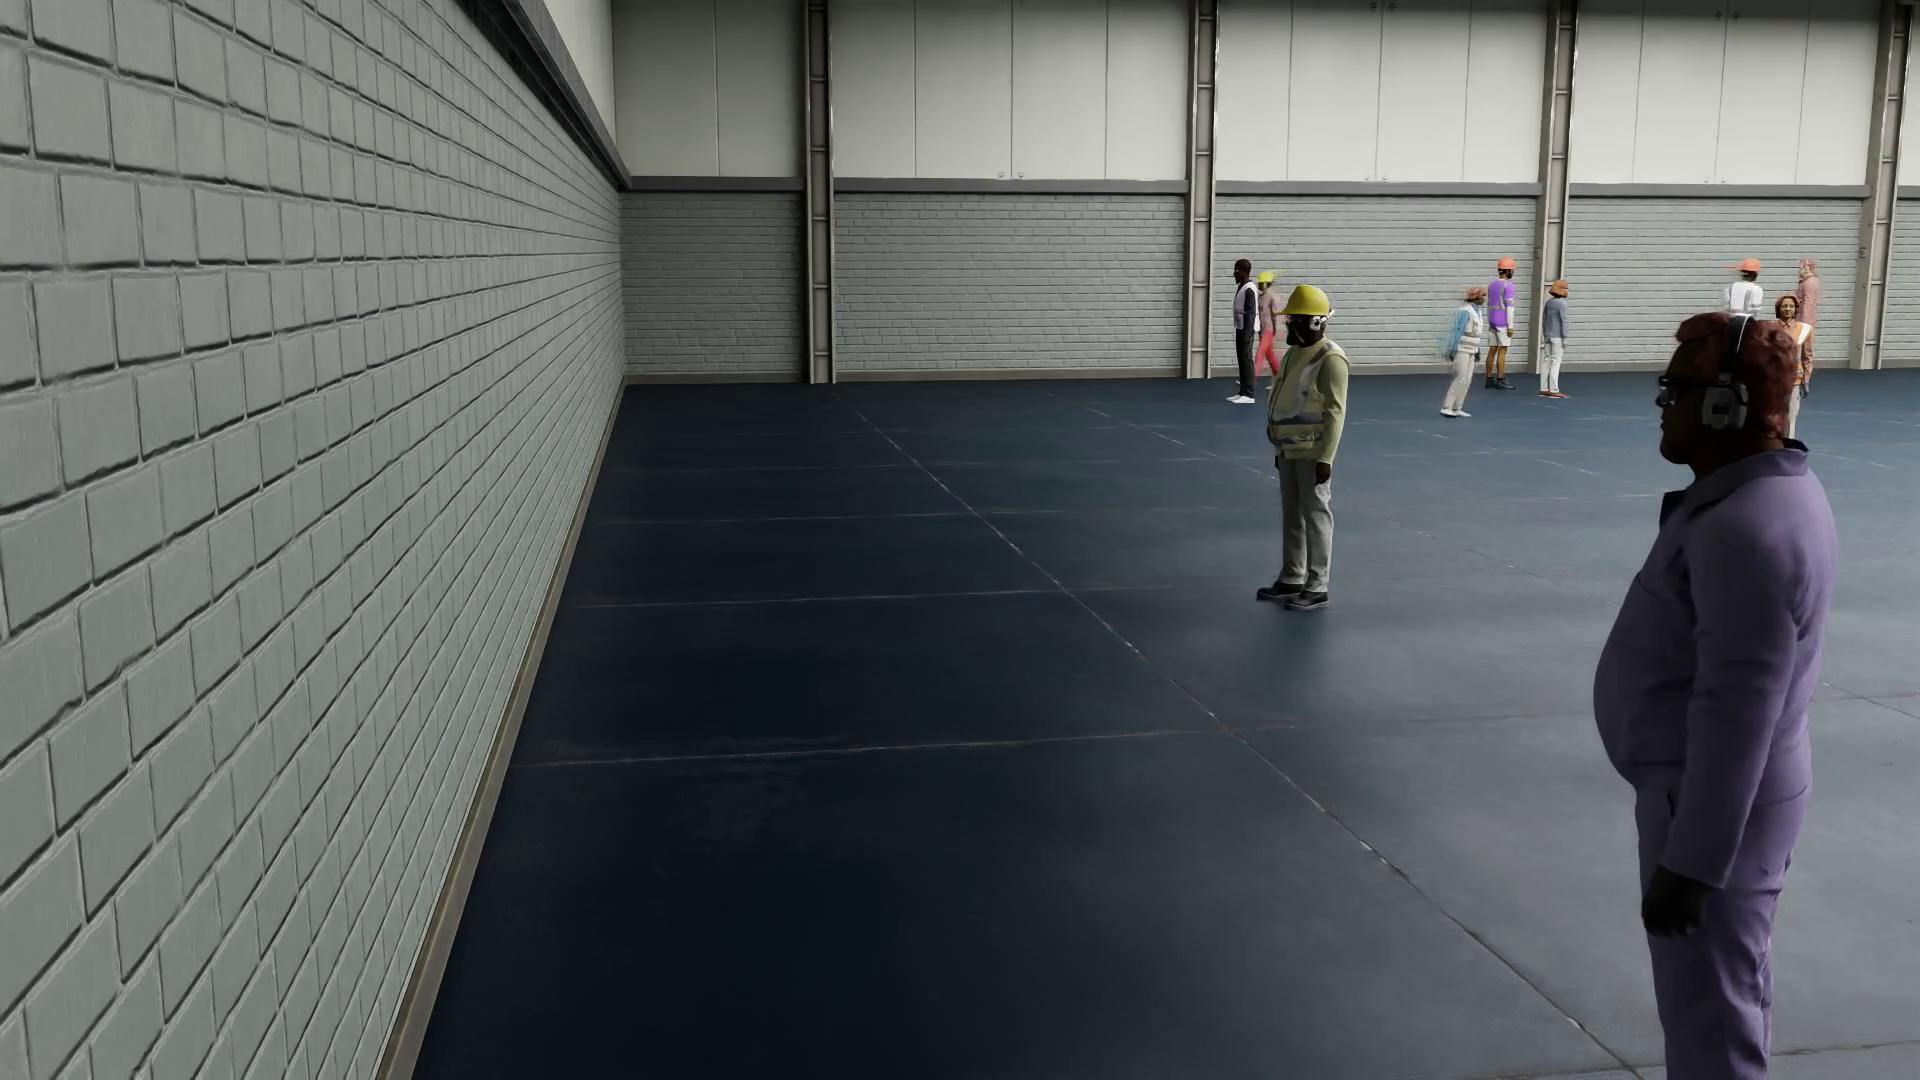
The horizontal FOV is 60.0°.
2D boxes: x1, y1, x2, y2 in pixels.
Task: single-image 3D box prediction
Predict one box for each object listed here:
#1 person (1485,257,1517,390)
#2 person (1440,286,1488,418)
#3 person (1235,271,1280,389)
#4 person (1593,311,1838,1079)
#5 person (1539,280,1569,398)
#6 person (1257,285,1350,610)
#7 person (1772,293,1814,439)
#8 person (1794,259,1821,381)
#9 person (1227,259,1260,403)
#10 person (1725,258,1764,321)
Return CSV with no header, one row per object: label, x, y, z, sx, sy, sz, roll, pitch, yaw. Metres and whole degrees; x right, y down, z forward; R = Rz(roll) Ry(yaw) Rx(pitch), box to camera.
person,7.960,-3.176,24.425,0.375,1.939,0.546,-3,10,-16
person,6.163,-2.286,20.234,0.404,1.605,0.547,7,12,35
person,4.380,-3.038,24.257,0.902,1.724,0.532,-3,10,-17
person,1.433,0.519,3.237,0.403,1.911,0.637,6,11,30
person,8.270,-2.791,23.081,0.279,1.631,0.504,-2,10,-13
person,1.946,-0.523,9.449,0.403,1.834,0.589,-3,10,-17
person,7.505,-1.431,15.223,0.514,1.645,0.309,4,10,19
person,13.103,-3.406,25.843,0.403,1.904,0.651,6,12,32
person,3.816,-2.788,22.252,0.374,1.915,0.597,0,10,-2
person,11.184,-3.026,23.618,0.585,1.914,0.565,-4,11,-22
